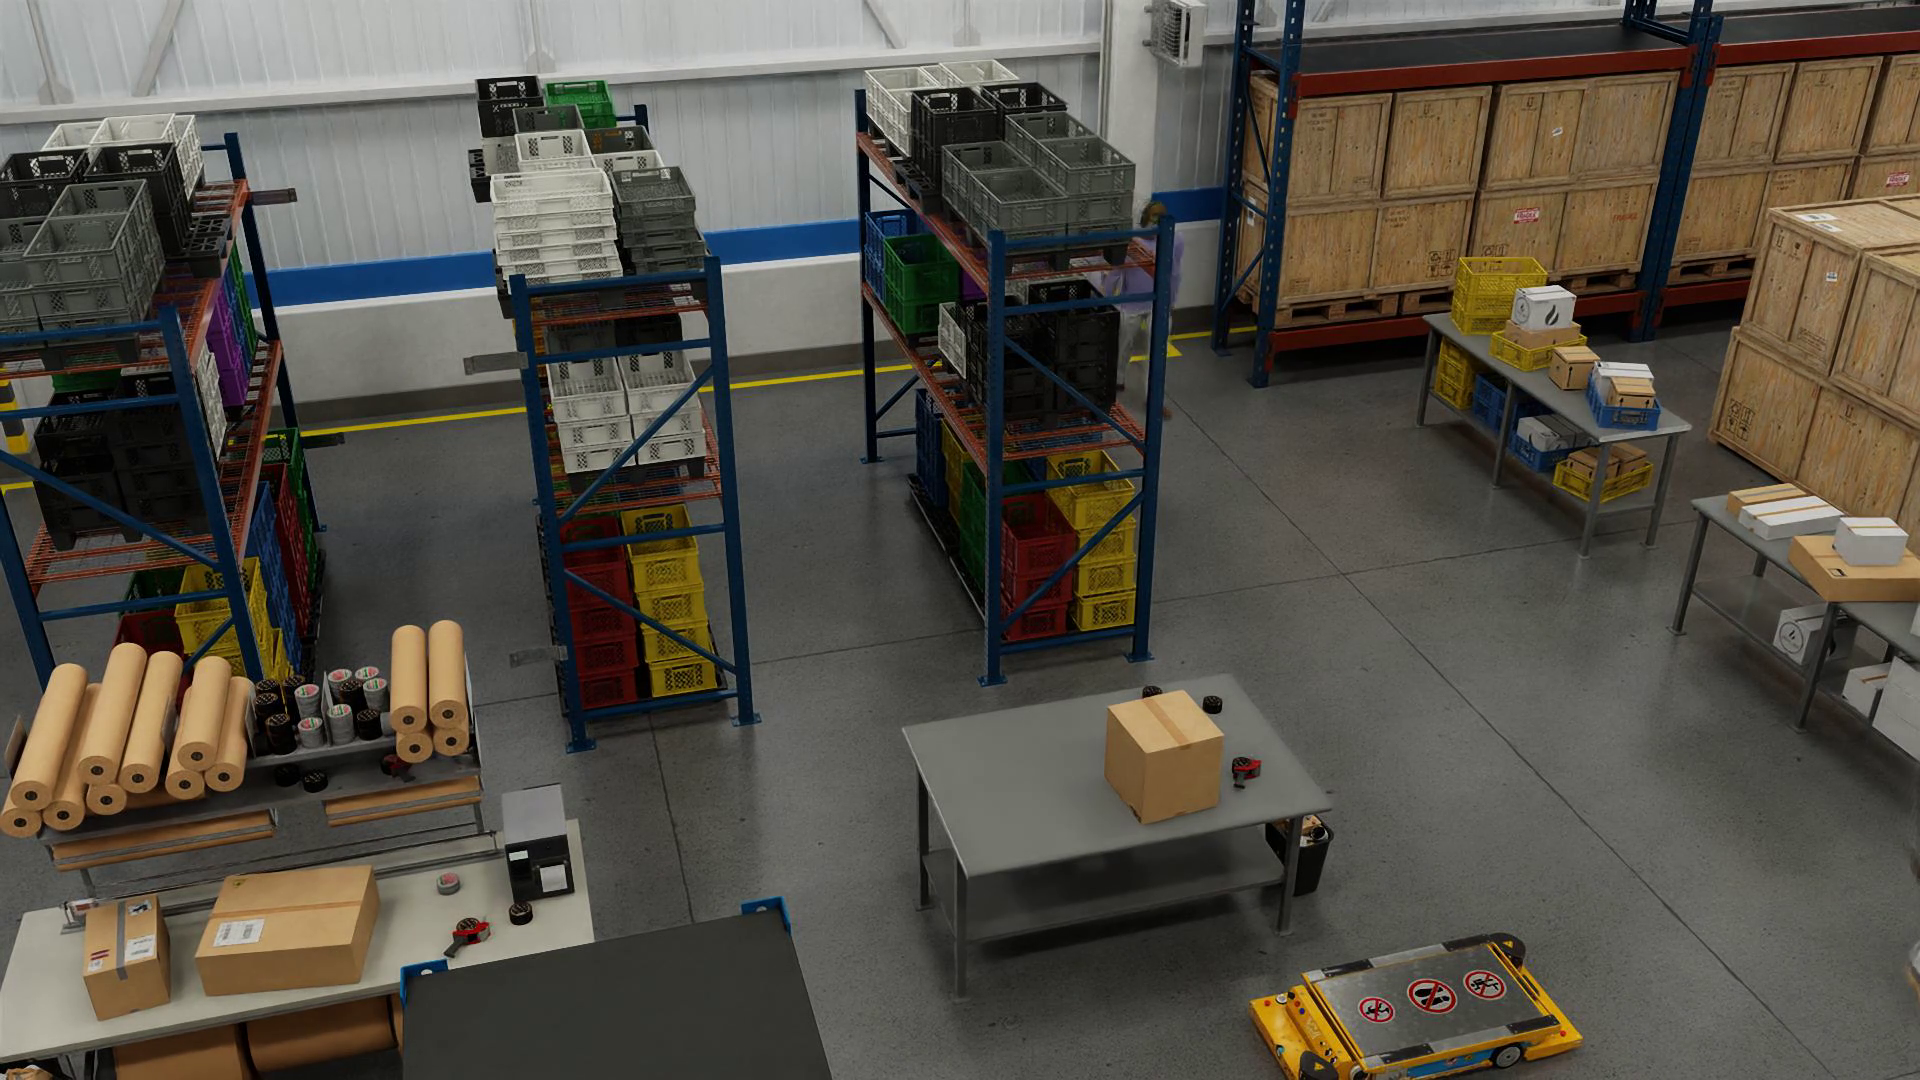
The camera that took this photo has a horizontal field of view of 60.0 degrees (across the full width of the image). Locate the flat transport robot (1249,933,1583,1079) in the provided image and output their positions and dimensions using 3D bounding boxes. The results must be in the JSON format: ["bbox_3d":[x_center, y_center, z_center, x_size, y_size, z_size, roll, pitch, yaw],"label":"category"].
[{"bbox_3d":[2.184,2.282,7.980,1.431,0.197,0.652,-8,30,-14],"label":"flat transport robot"}]

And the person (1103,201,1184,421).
[{"bbox_3d":[1.524,-1.998,14.119,0.676,1.896,0.731,-1,29,-2],"label":"person"}]

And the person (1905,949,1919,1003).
[{"bbox_3d":[4.840,1.613,7.595,0.625,1.821,0.957,-5,29,-8],"label":"person"}]
